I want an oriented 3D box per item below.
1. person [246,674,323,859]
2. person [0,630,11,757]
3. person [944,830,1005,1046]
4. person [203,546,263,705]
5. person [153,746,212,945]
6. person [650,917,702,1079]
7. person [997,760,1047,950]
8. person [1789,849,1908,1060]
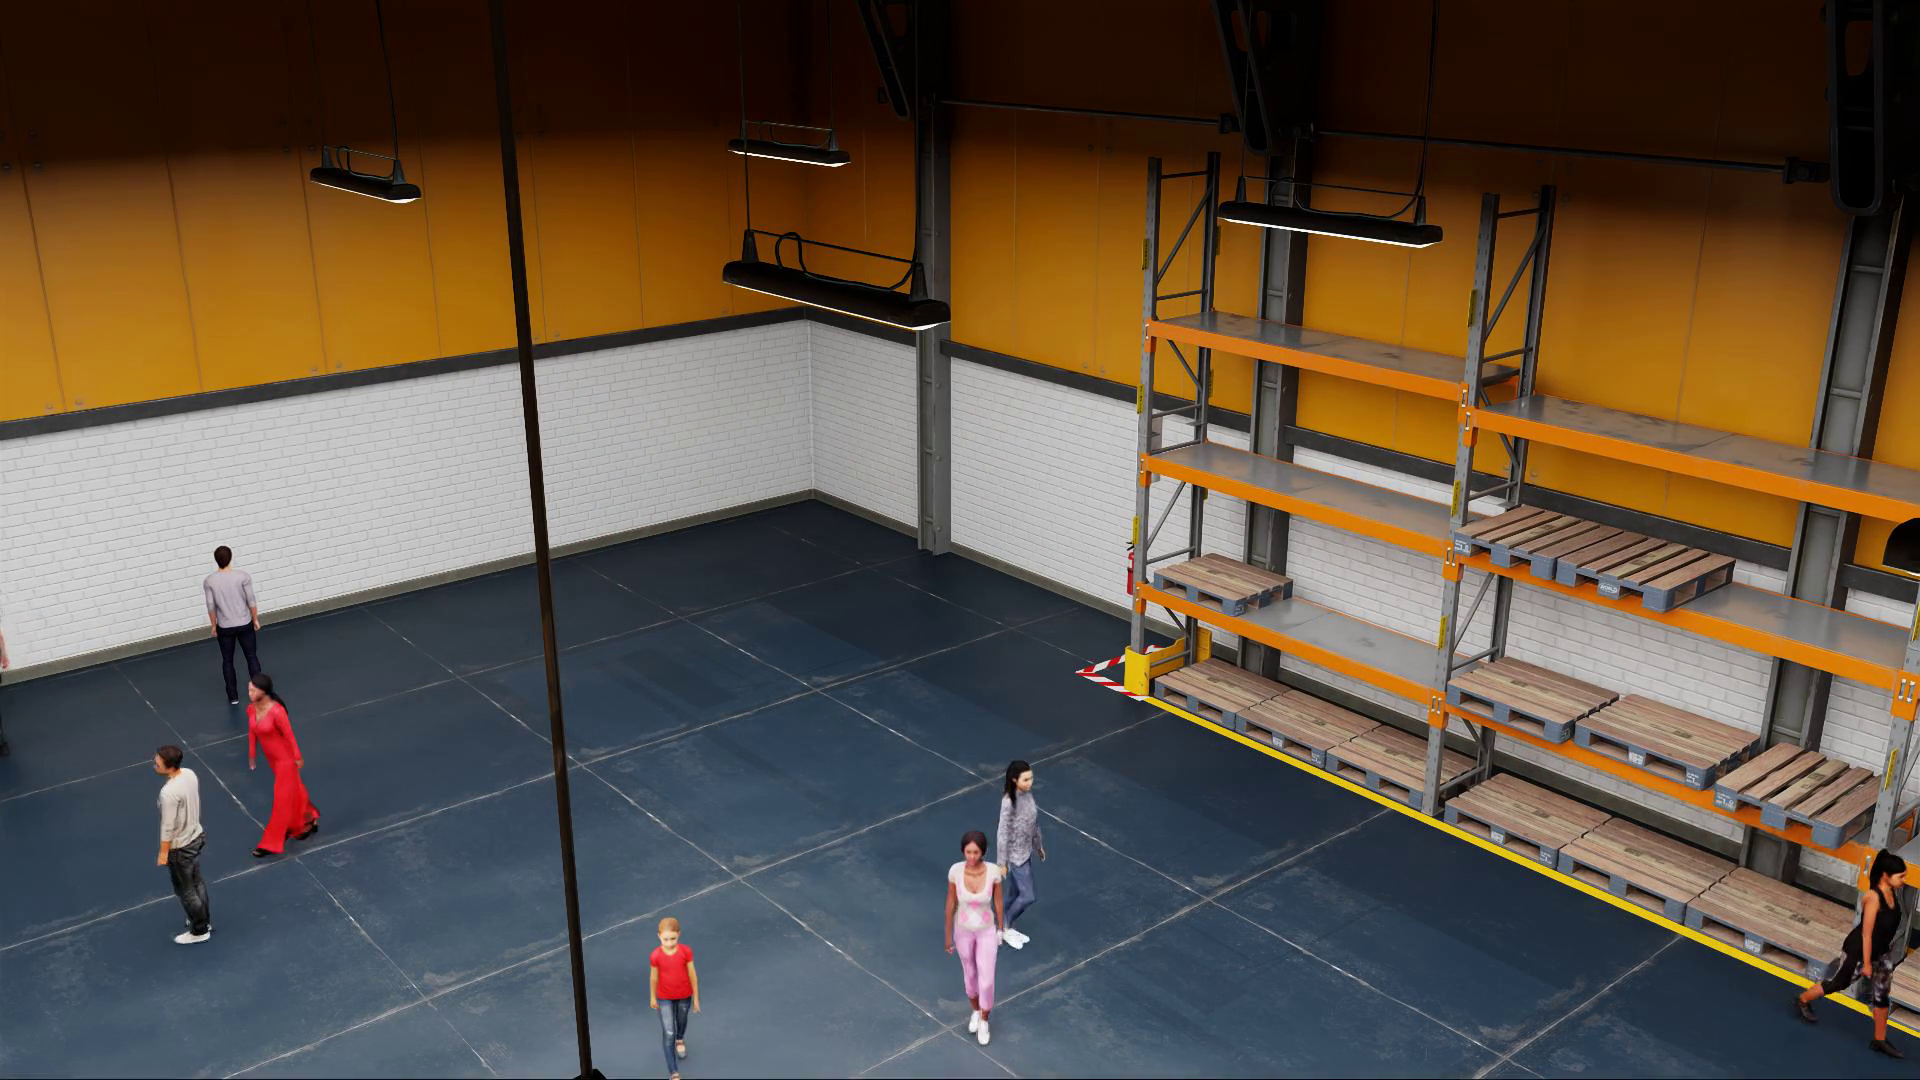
[{"bbox_3d":[-6.238,2.038,15.488,1.091,1.742,0.923,10,21,27],"label":"person"},{"bbox_3d":[-10.136,1.356,17.284,0.974,1.886,0.888,10,21,27],"label":"person"},{"bbox_3d":[0.124,2.973,12.738,0.764,1.725,0.824,3,19,7],"label":"person"},{"bbox_3d":[-8.118,0.935,18.603,0.726,1.843,0.672,-6,20,-18],"label":"person"},{"bbox_3d":[-6.507,2.526,13.952,0.834,1.796,0.745,3,19,8],"label":"person"},{"bbox_3d":[-2.121,3.344,12.329,0.698,1.281,0.944,-6,19,-17],"label":"person"},{"bbox_3d":[0.394,2.594,13.874,0.743,1.717,0.727,7,20,21],"label":"person"},{"bbox_3d":[6.778,3.071,12.587,0.648,1.635,1.098,-15,24,-37],"label":"person"}]
